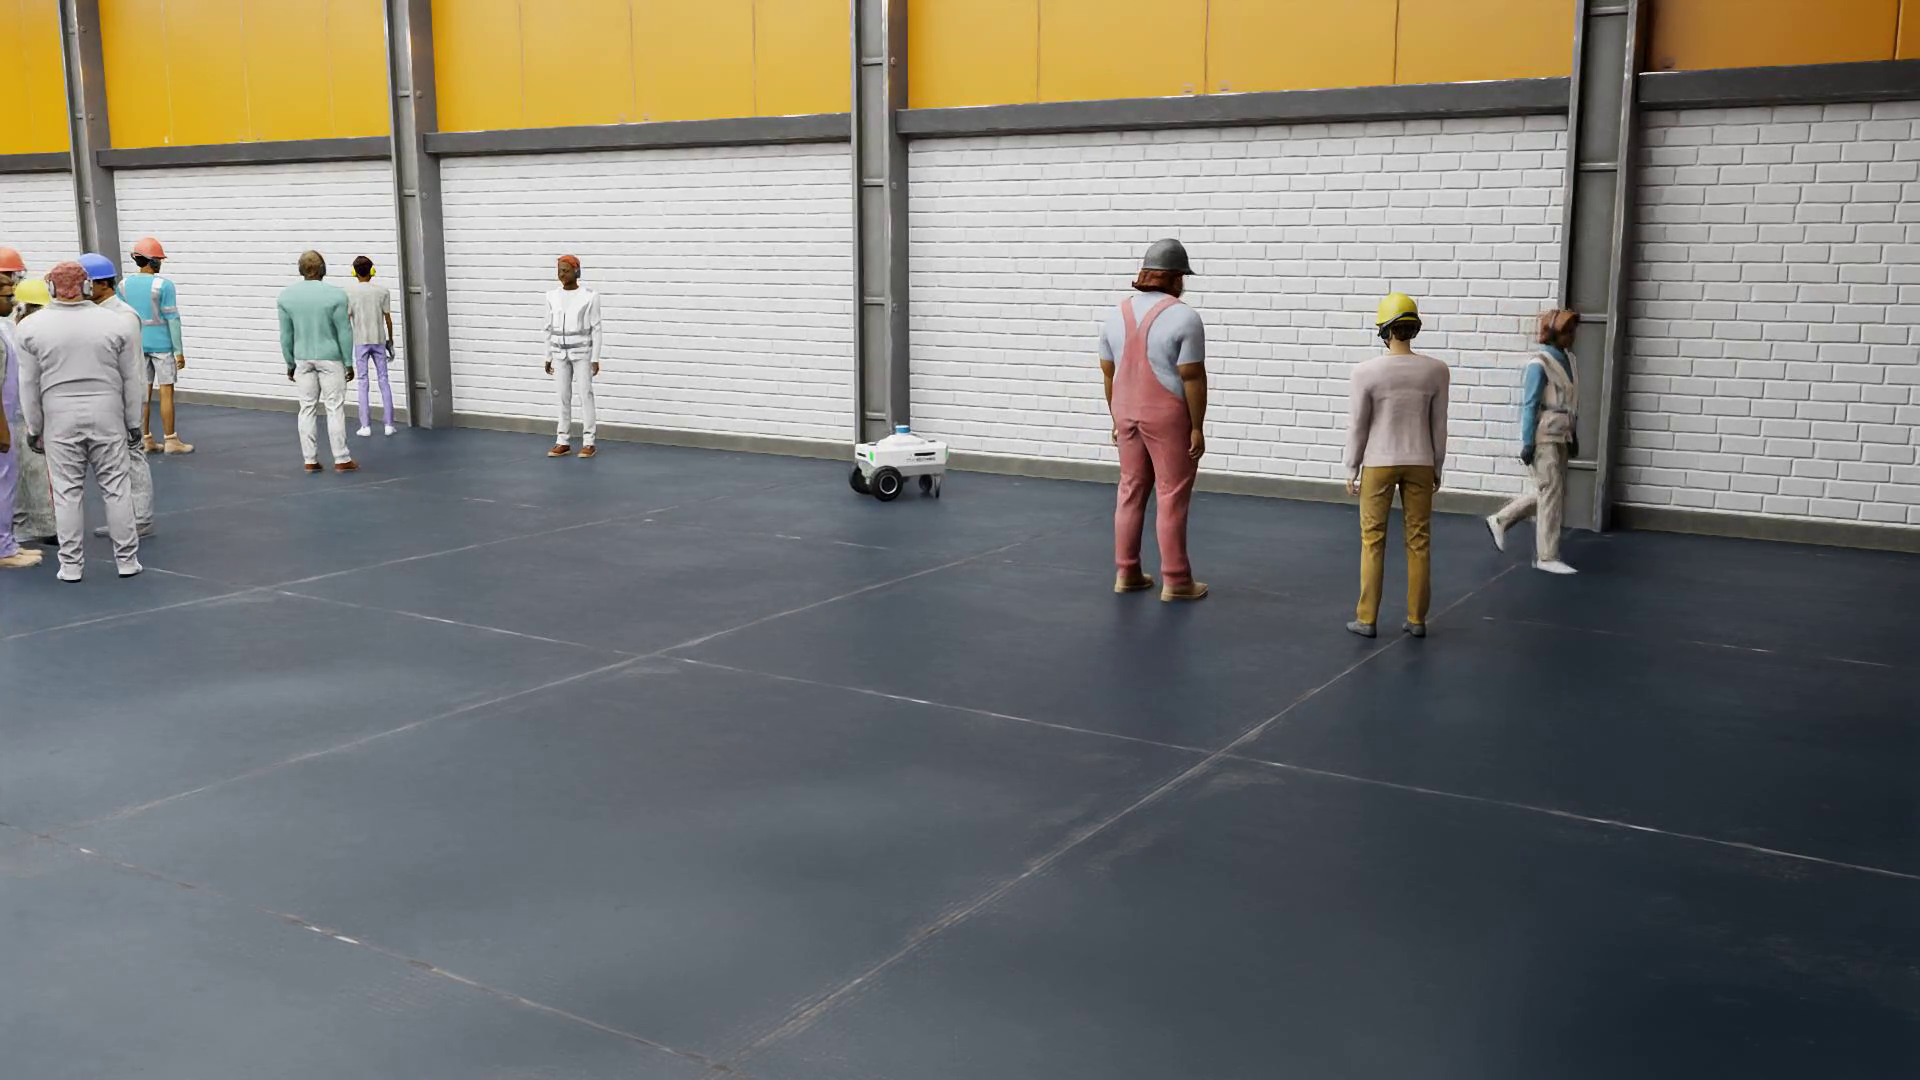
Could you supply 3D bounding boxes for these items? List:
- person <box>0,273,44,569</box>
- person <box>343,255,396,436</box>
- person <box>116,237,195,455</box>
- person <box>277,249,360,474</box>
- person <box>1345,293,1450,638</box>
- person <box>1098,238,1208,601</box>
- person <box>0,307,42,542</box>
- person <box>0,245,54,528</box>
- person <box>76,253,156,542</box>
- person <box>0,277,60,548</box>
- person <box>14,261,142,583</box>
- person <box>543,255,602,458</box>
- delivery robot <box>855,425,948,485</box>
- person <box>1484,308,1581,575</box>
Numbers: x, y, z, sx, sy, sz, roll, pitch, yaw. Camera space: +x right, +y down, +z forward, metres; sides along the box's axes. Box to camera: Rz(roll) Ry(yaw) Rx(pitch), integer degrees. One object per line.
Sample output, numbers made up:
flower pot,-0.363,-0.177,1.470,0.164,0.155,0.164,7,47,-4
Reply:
person,-5.918,-0.729,10.251,0.354,1.835,0.515,-7,12,-32
person,-6.127,-2.008,17.249,0.517,1.865,0.328,-5,11,-25
person,-7.586,-1.816,15.685,0.615,2.042,0.376,2,10,13
person,-5.554,-1.534,14.414,0.627,1.940,0.374,1,10,4
person,2.210,-0.370,8.473,0.524,1.761,0.339,-1,10,-3
person,1.155,-0.689,9.450,0.535,2.000,0.688,-10,14,-44
person,-6.490,-0.930,11.121,0.590,1.919,0.395,0,10,0
person,-6.552,-1.039,11.552,0.610,1.988,0.404,3,11,18
person,-5.711,-0.952,11.220,0.619,1.933,0.420,9,13,39
person,-6.211,-0.839,11.005,0.786,1.795,0.611,4,11,19
person,-5.205,-0.696,9.881,0.641,1.901,0.407,-6,12,-30
person,-3.617,-1.703,15.510,0.573,1.883,0.356,2,11,13
delivery robot,-0.458,-0.664,13.166,0.707,0.478,0.477,-5,11,-26
person,3.548,-0.617,10.212,0.588,1.617,0.522,9,13,40
